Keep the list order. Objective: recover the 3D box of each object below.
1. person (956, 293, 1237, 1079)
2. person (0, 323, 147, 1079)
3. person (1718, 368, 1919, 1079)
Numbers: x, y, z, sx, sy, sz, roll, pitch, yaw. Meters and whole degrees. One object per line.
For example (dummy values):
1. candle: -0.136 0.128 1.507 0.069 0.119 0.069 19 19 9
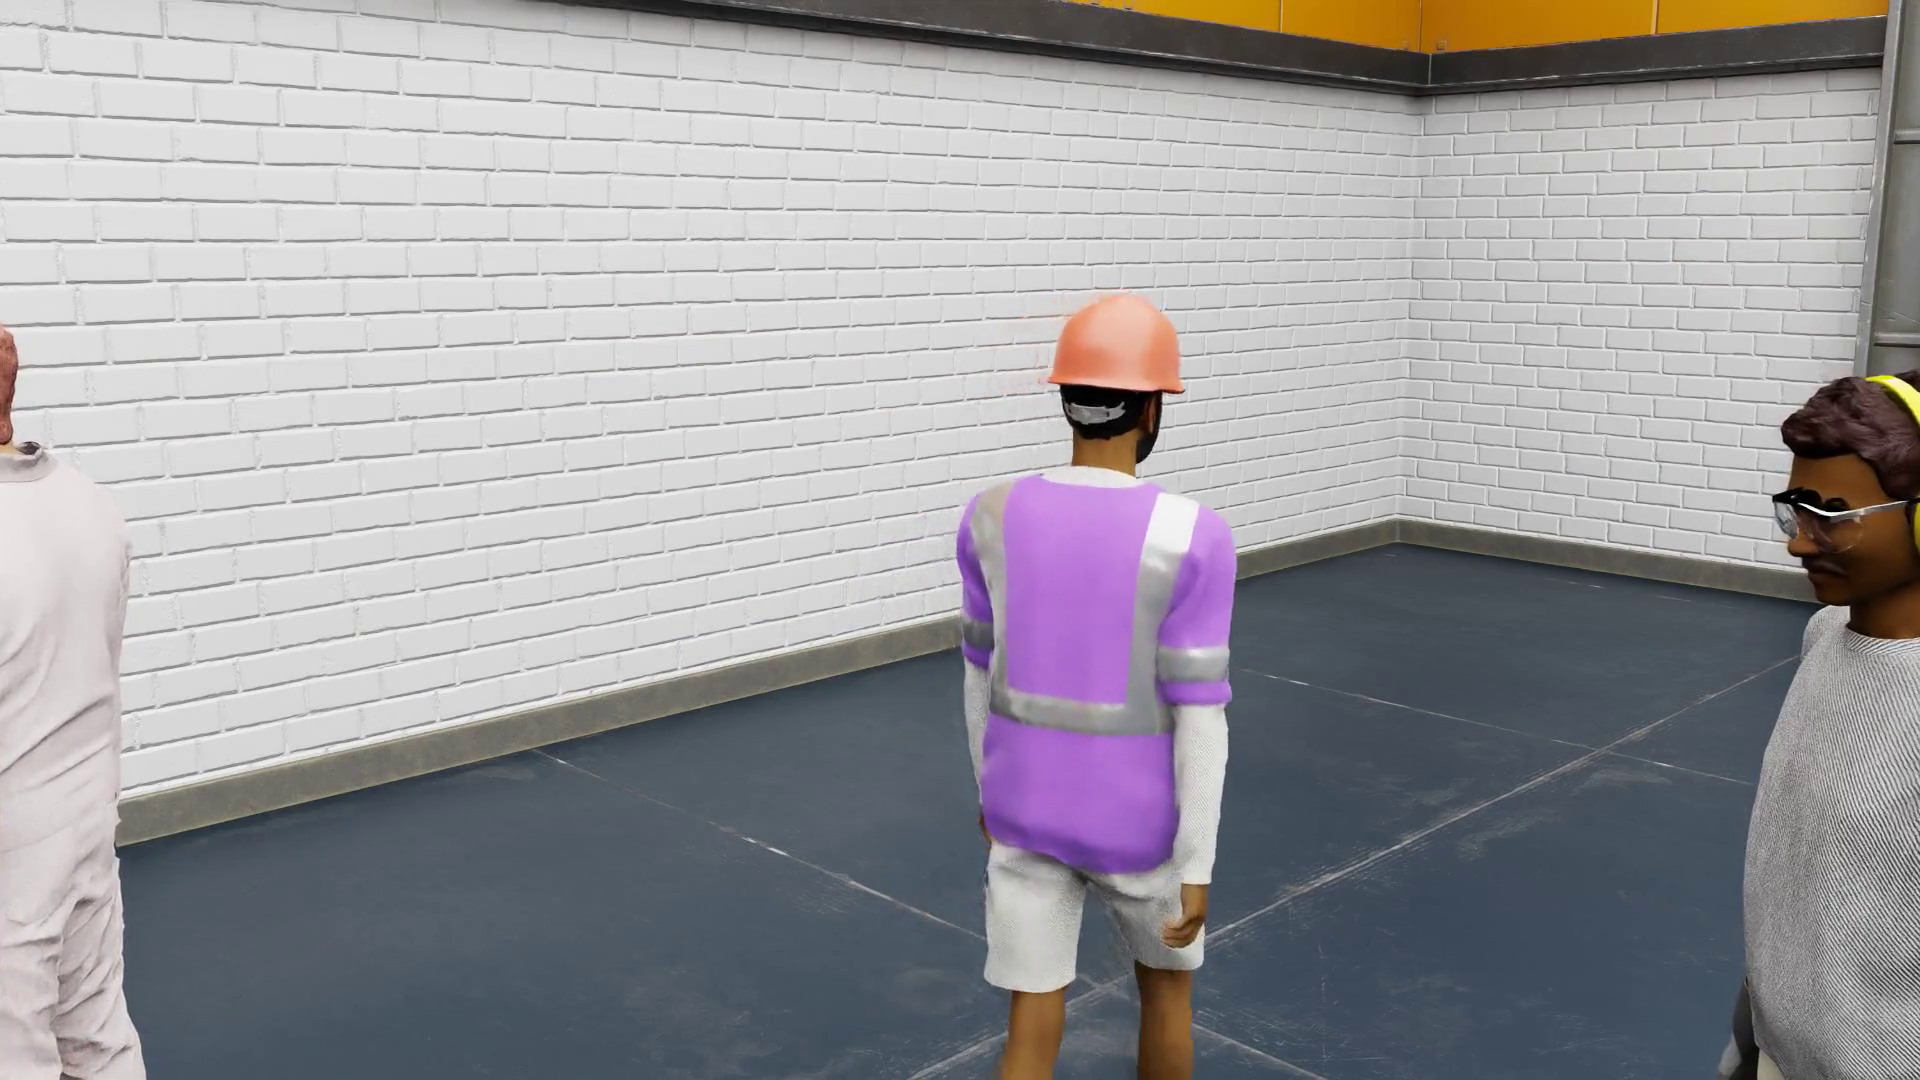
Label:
1. person: 0.275 0.491 3.207 0.563 1.905 0.795 4 11 23
2. person: -1.690 0.551 2.903 0.408 1.906 0.653 0 10 0
3. person: 1.126 0.713 2.141 0.329 1.865 0.512 0 10 -1
